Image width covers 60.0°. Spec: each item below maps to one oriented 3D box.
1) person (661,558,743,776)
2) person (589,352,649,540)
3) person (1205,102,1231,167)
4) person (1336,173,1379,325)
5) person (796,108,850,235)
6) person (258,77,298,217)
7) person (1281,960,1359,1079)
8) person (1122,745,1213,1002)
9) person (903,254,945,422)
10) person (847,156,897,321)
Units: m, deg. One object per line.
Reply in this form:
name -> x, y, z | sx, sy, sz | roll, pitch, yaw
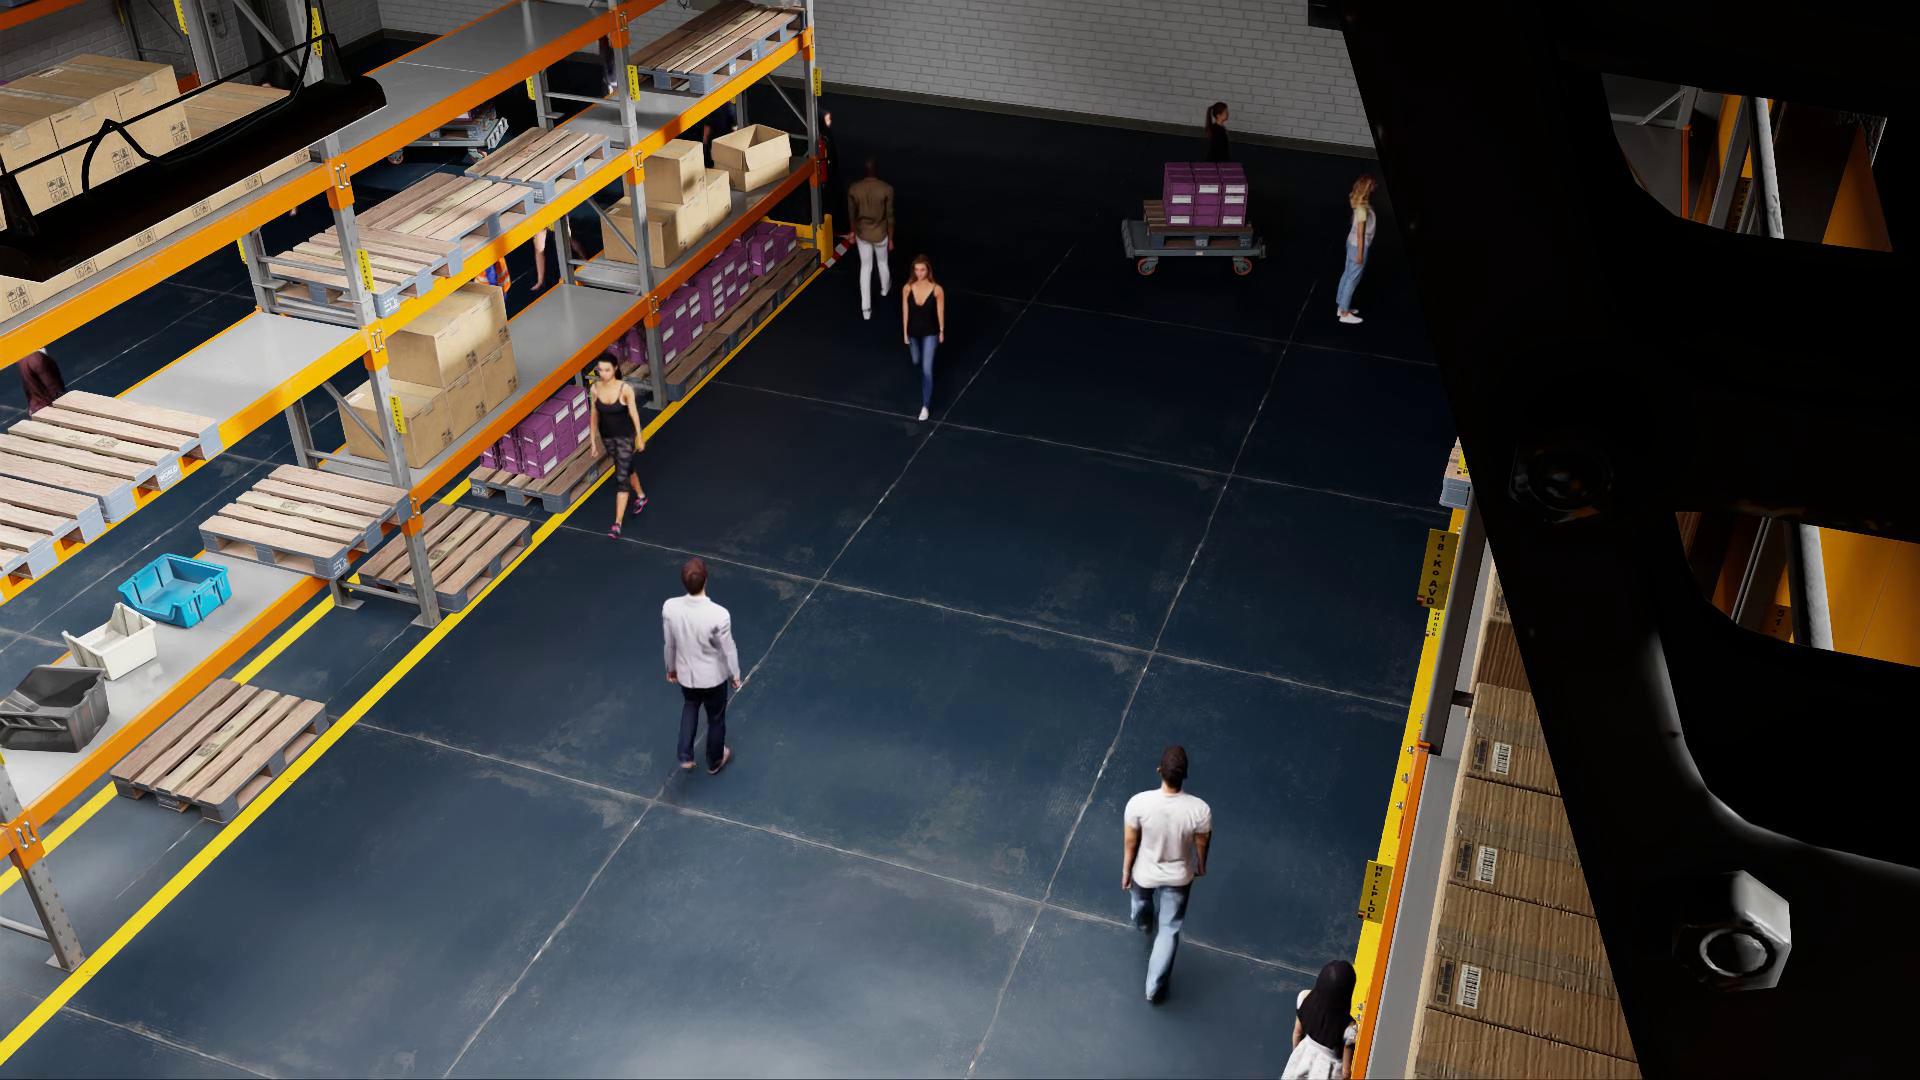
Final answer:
person -> -1.897, 0.996, 11.965 | 0.711, 1.837, 0.734 | 10, 35, 14
person -> -3.041, -0.942, 15.005 | 0.649, 1.699, 1.078 | 8, 35, 12
person -> 3.145, -4.719, 20.826 | 0.697, 1.545, 0.692 | 1, 34, 2
person -> 4.402, -3.246, 18.451 | 0.747, 1.722, 0.587 | 1, 34, 2
person -> -1.727, -4.522, 20.479 | 0.662, 1.602, 0.803 | 9, 35, 13
person -> -8.613, -5.066, 21.206 | 0.986, 1.704, 1.160 | -8, 34, -12
person -> 1.959, 2.958, 9.074 | 0.793, 1.769, 0.772 | -26, 42, -33
person -> 1.245, 2.108, 10.303 | 0.796, 1.825, 1.125 | 6, 34, 9
person -> -0.356, -2.123, 16.790 | 0.610, 1.689, 1.090 | 10, 35, 14
person -> -0.988, -3.323, 18.512 | 0.923, 1.783, 1.237 | 3, 34, 4
